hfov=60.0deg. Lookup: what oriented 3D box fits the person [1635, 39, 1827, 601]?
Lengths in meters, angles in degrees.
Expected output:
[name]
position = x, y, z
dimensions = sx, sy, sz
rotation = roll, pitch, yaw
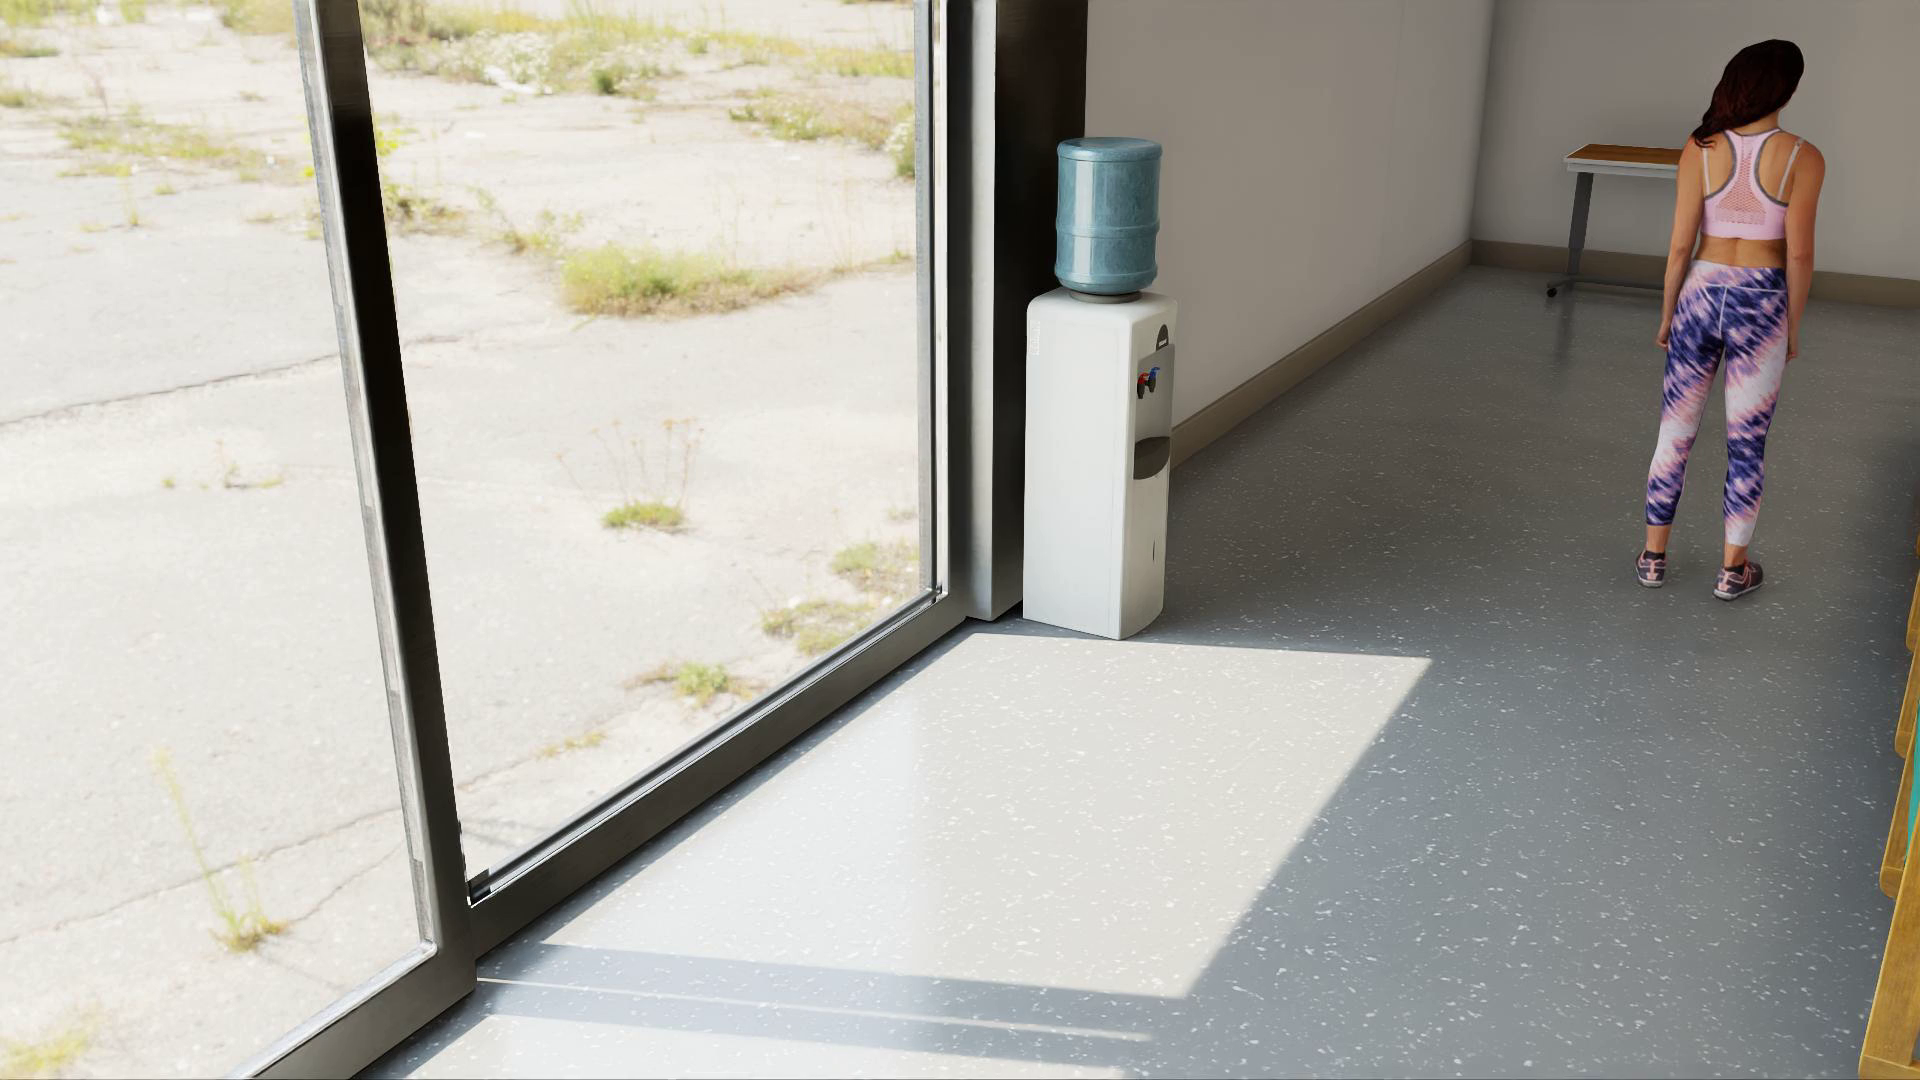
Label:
[person]
position = 2.457, -0.689, 5.320
dimensions = 0.459, 1.765, 0.654
rotation = 12, 24, 29
